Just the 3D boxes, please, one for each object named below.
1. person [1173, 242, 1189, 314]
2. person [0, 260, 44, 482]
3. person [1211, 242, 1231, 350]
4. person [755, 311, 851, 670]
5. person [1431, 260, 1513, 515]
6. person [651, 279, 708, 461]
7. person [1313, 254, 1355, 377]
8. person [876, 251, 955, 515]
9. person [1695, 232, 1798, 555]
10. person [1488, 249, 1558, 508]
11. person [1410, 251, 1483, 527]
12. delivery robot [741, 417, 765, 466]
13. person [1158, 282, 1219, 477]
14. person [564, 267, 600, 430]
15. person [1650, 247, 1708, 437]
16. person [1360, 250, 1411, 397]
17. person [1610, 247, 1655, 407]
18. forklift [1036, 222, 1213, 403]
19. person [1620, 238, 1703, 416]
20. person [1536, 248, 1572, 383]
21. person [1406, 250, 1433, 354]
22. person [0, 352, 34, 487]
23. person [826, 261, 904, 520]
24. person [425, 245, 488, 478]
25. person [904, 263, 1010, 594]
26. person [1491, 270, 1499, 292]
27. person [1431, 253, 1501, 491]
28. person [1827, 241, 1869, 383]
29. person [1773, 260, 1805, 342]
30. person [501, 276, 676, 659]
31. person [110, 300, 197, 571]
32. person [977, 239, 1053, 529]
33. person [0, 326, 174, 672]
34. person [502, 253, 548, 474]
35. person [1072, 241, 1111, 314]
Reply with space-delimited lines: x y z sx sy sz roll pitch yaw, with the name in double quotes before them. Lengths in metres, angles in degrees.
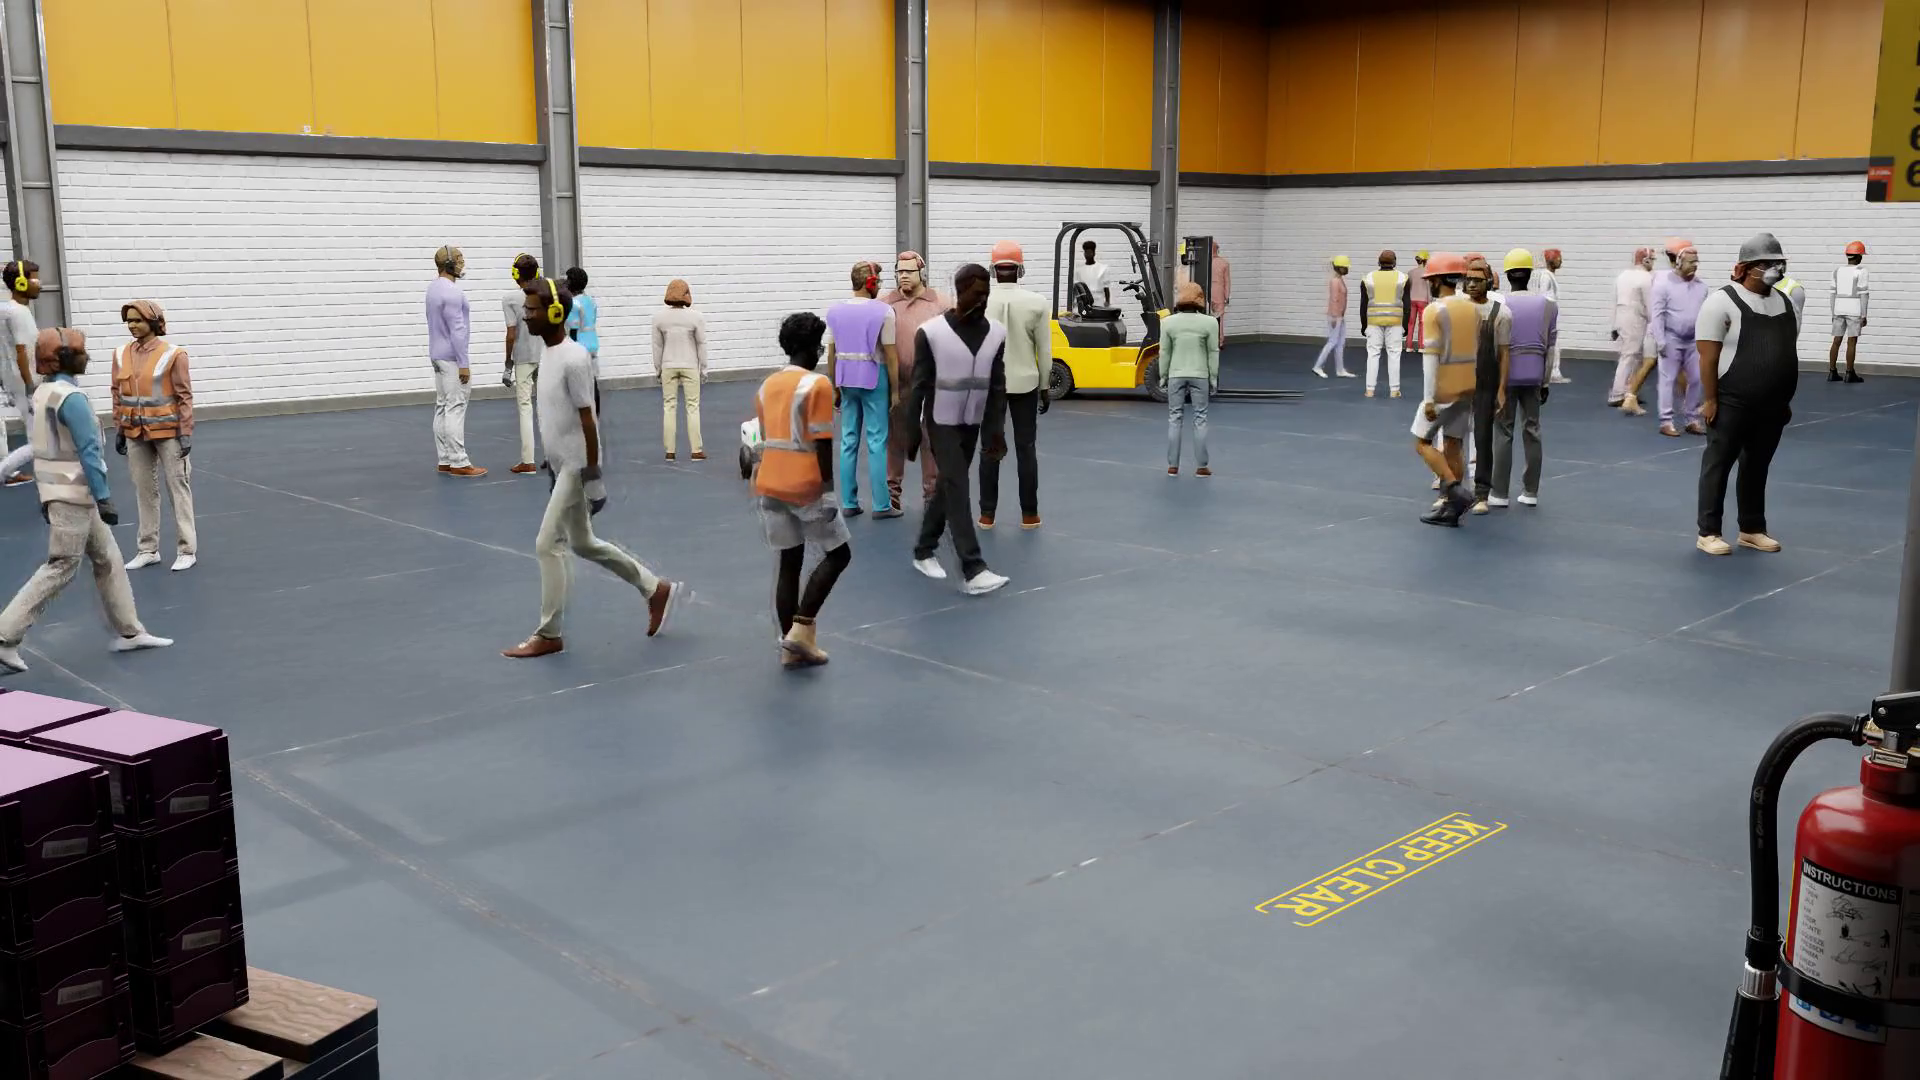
"person" 3.629 -3.787 26.562 0.424 1.913 0.602 -7 13 -34
"person" -6.636 -1.050 11.789 0.725 1.850 0.555 -5 11 -23
"person" 4.469 -4.319 29.462 0.643 1.909 0.410 3 11 14
"person" -0.729 -0.223 7.752 0.391 1.665 0.597 -9 14 -41
"person" 3.724 -1.105 12.103 0.504 1.847 0.345 6 12 28
"person" -2.508 -1.519 14.940 0.500 1.633 0.281 0 10 2
"person" 5.375 -3.187 23.759 0.489 1.781 0.532 5 11 24
"person" -0.354 -1.113 11.982 0.653 1.906 0.405 2 11 11
"person" 5.046 -0.924 10.580 0.682 2.000 0.537 -3 11 -16
"person" 4.128 -1.195 12.384 0.587 1.922 0.383 -1 10 -8
"person" 3.374 -1.027 11.479 0.561 1.916 0.534 -6 12 -31
"delivery robot" -1.647 -0.874 14.109 0.477 0.478 0.707 -3 11 -15
"person" 1.917 -1.341 13.980 0.512 1.631 0.293 3 11 14
"person" -3.884 -1.940 17.057 0.322 1.697 0.533 3 11 14
"person" 7.290 -1.997 16.823 0.669 1.903 0.462 -2 11 -10
"person" 5.320 -2.703 20.828 0.627 1.844 0.429 3 11 16
"person" 8.026 -2.504 19.624 0.678 1.882 0.644 -1 10 -3
"forklift" 1.935 -2.847 20.651 2.313 2.155 1.214 2 11 13
"person" 7.927 -2.369 18.598 1.041 2.000 0.609 -4 11 -19
"person" 8.008 -3.092 22.929 0.836 1.853 0.574 4 11 20
"person" 7.908 -4.084 28.568 0.326 1.765 0.533 -8 13 -37
"person" -7.607 -1.179 13.134 0.536 1.605 0.707 8 13 36
"person" -0.690 -1.057 11.861 0.563 1.838 0.390 5 12 28
"person" -4.250 -1.487 13.933 0.373 1.940 0.629 -7 13 -35
"person" -0.023 -0.643 9.548 0.596 1.863 0.981 -8 13 -39
"person" 5.969 -2.220 18.775 0.319 1.633 0.525 2 11 12
"person" 4.025 -1.324 13.196 0.574 1.883 0.355 3 11 17
"person" 12.265 -3.137 22.931 0.354 1.939 0.545 -5 12 -27
"person" 8.369 -2.046 17.245 0.429 1.843 0.633 -6 12 -30
"person" -1.822 -0.360 8.089 0.847 1.840 0.520 -6 12 -29
"person" -4.873 -0.628 10.061 0.521 1.640 0.307 2 11 9
"person" 0.330 -1.059 11.438 0.612 1.997 0.375 1 10 3
"person" -4.225 -0.199 7.821 0.814 1.609 0.515 -8 13 -37
"person" -3.667 -1.498 14.182 0.328 1.872 0.510 10 14 43
"person" 1.965 -3.597 25.449 0.635 1.930 0.868 3 11 15
